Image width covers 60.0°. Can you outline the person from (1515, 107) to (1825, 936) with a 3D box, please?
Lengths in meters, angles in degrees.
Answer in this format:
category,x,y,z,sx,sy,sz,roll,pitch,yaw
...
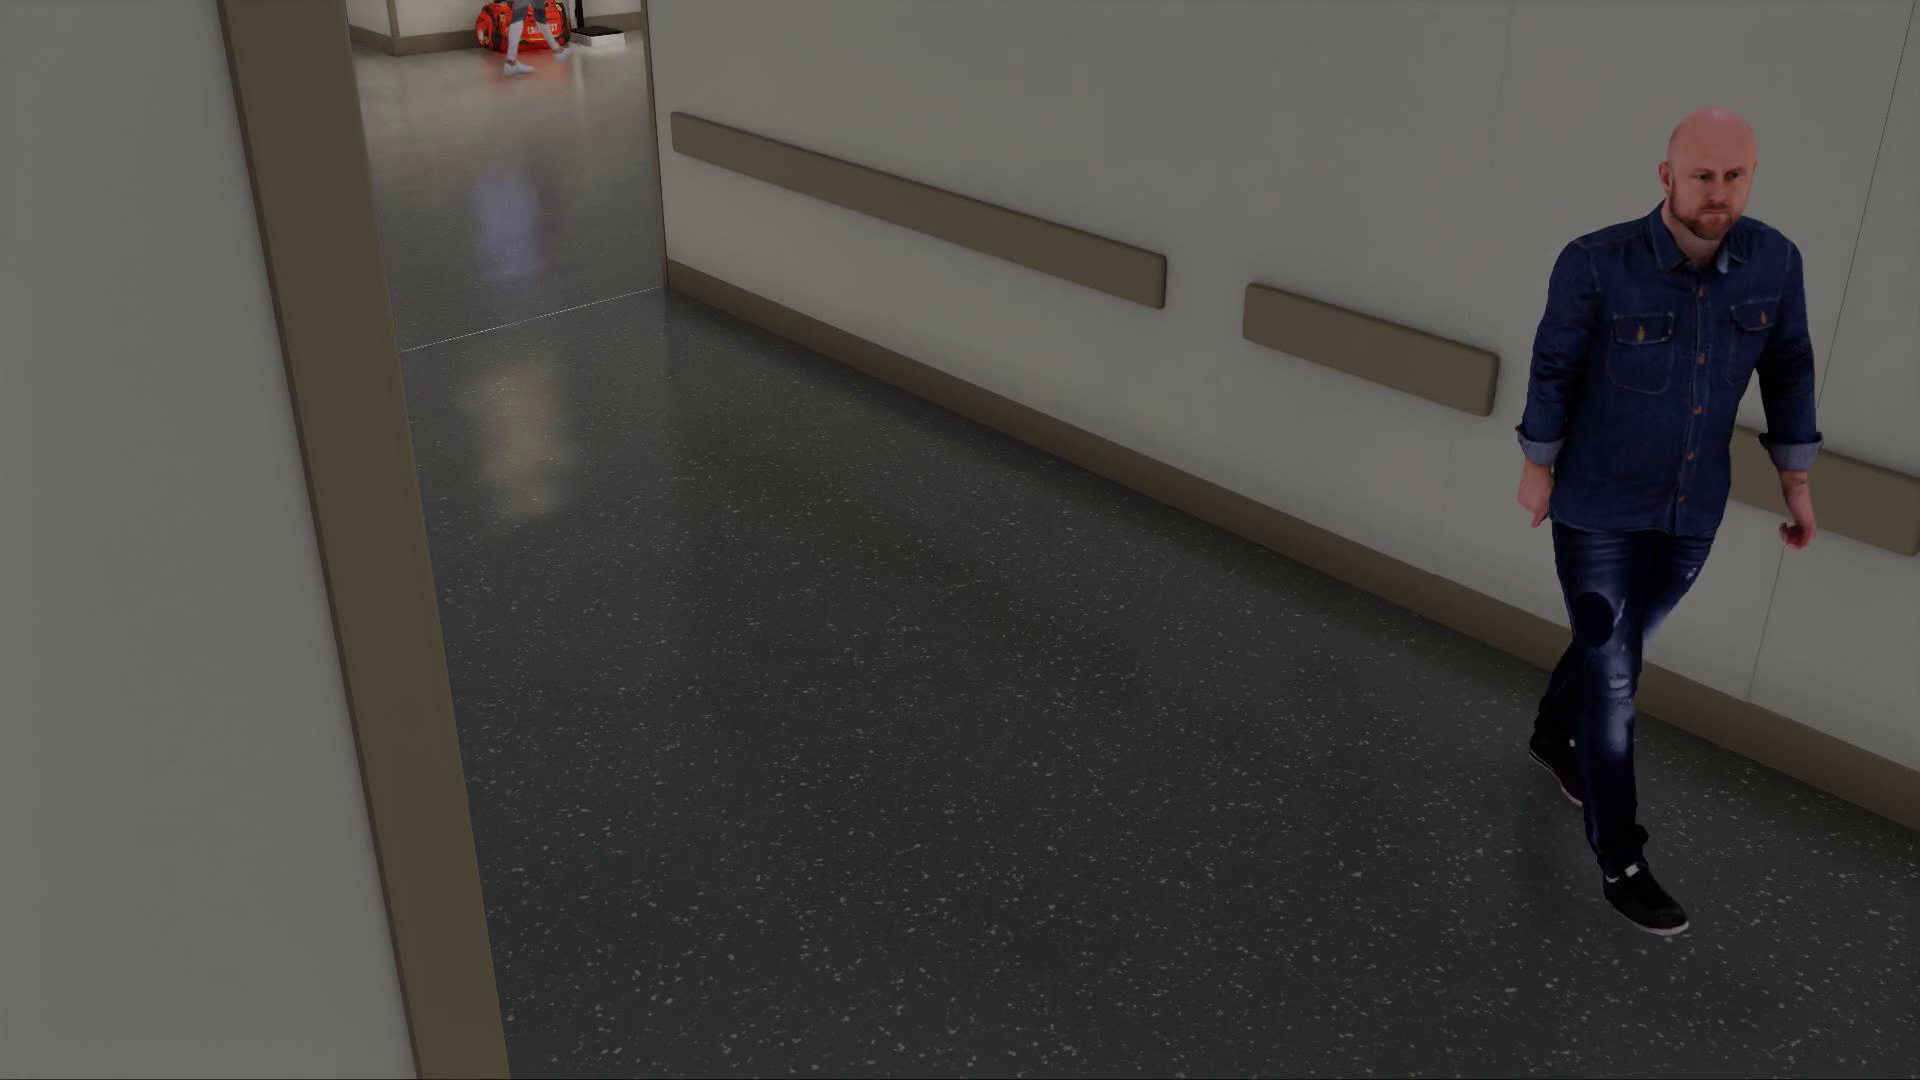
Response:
category,x,y,z,sx,sy,sz,roll,pitch,yaw
person,1.530,-0.091,3.862,1.206,1.778,1.146,-5,26,-10

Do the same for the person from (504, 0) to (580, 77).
category,x,y,z,sx,sy,sz,roll,pitch,yaw
person,-3.534,-4.534,13.200,0.678,1.670,1.048,22,34,38
